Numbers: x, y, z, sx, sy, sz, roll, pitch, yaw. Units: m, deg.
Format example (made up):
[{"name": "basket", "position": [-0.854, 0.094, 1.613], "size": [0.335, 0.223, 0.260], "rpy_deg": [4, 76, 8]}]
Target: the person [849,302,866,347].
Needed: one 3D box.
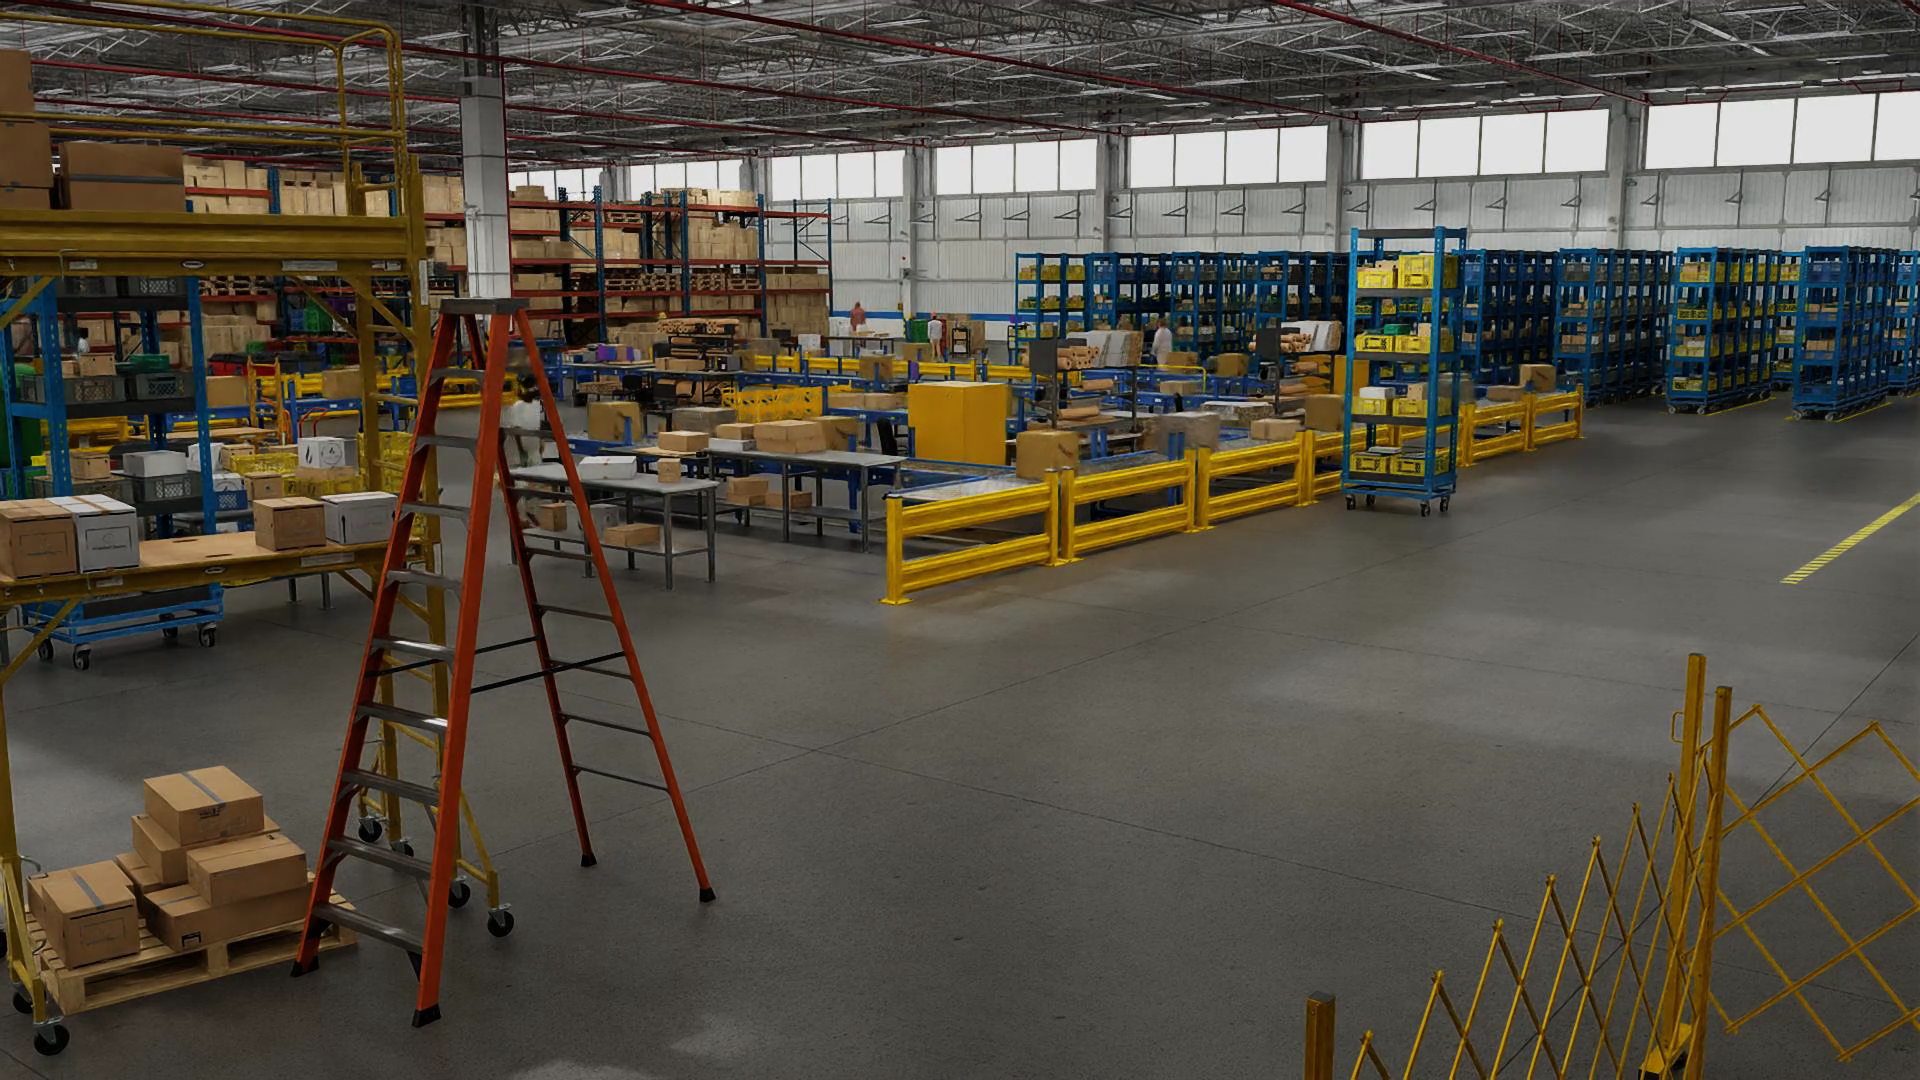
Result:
[{"name": "person", "position": [-4.233, -8.863, 68.492], "size": [0.647, 1.878, 0.847], "rpy_deg": [-1, 9, -9]}]

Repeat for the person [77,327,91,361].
[{"name": "person", "position": [-22.693, -4.665, 42.958], "size": [0.862, 1.654, 0.531], "rpy_deg": [-4, 10, -23]}]

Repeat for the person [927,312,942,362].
[{"name": "person", "position": [-0.870, -6.839, 56.231], "size": [0.564, 1.747, 0.339], "rpy_deg": [-6, 11, -33]}]

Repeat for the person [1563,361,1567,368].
[{"name": "person", "position": [19.292, -6.465, 53.819], "size": [0.941, 1.781, 0.608], "rpy_deg": [4, 10, 24]}]

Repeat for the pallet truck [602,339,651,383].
[{"name": "pallet truck", "position": [-8.991, -4.871, 45.351], "size": [0.653, 1.274, 1.630], "rpy_deg": [7, 11, 37]}]

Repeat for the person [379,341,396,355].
[{"name": "person", "position": [-14.594, -4.756, 42.740], "size": [0.985, 1.896, 0.632], "rpy_deg": [-2, 9, -11]}]

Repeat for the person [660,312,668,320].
[{"name": "person", "position": [-9.336, -6.294, 52.630], "size": [0.549, 1.810, 0.616], "rpy_deg": [8, 12, 42]}]

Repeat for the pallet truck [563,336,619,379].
[{"name": "pallet truck", "position": [-10.690, -5.294, 48.215], "size": [1.601, 1.201, 0.680], "rpy_deg": [-5, 10, -26]}]

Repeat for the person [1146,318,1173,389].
[{"name": "person", "position": [5.157, -4.820, 43.249], "size": [0.958, 1.862, 0.667], "rpy_deg": [8, 12, 40]}]

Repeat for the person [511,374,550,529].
[{"name": "person", "position": [-5.092, -1.025, 19.635], "size": [0.434, 1.858, 0.504], "rpy_deg": [6, 11, 32]}]

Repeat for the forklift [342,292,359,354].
[{"name": "forklift", "position": [-16.485, -5.622, 45.120], "size": [1.129, 2.768, 1.873], "rpy_deg": [7, 11, 37]}]

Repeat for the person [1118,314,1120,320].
[{"name": "person", "position": [4.899, -6.142, 51.621], "size": [0.447, 1.826, 0.598], "rpy_deg": [4, 10, 22]}]

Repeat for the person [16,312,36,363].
[{"name": "person", "position": [-30.637, -6.651, 54.740], "size": [1.019, 1.860, 0.661], "rpy_deg": [-8, 12, -40]}]

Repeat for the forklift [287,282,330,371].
[{"name": "forklift", "position": [-18.284, -5.812, 46.303], "size": [1.129, 2.768, 1.873], "rpy_deg": [7, 11, 37]}]
